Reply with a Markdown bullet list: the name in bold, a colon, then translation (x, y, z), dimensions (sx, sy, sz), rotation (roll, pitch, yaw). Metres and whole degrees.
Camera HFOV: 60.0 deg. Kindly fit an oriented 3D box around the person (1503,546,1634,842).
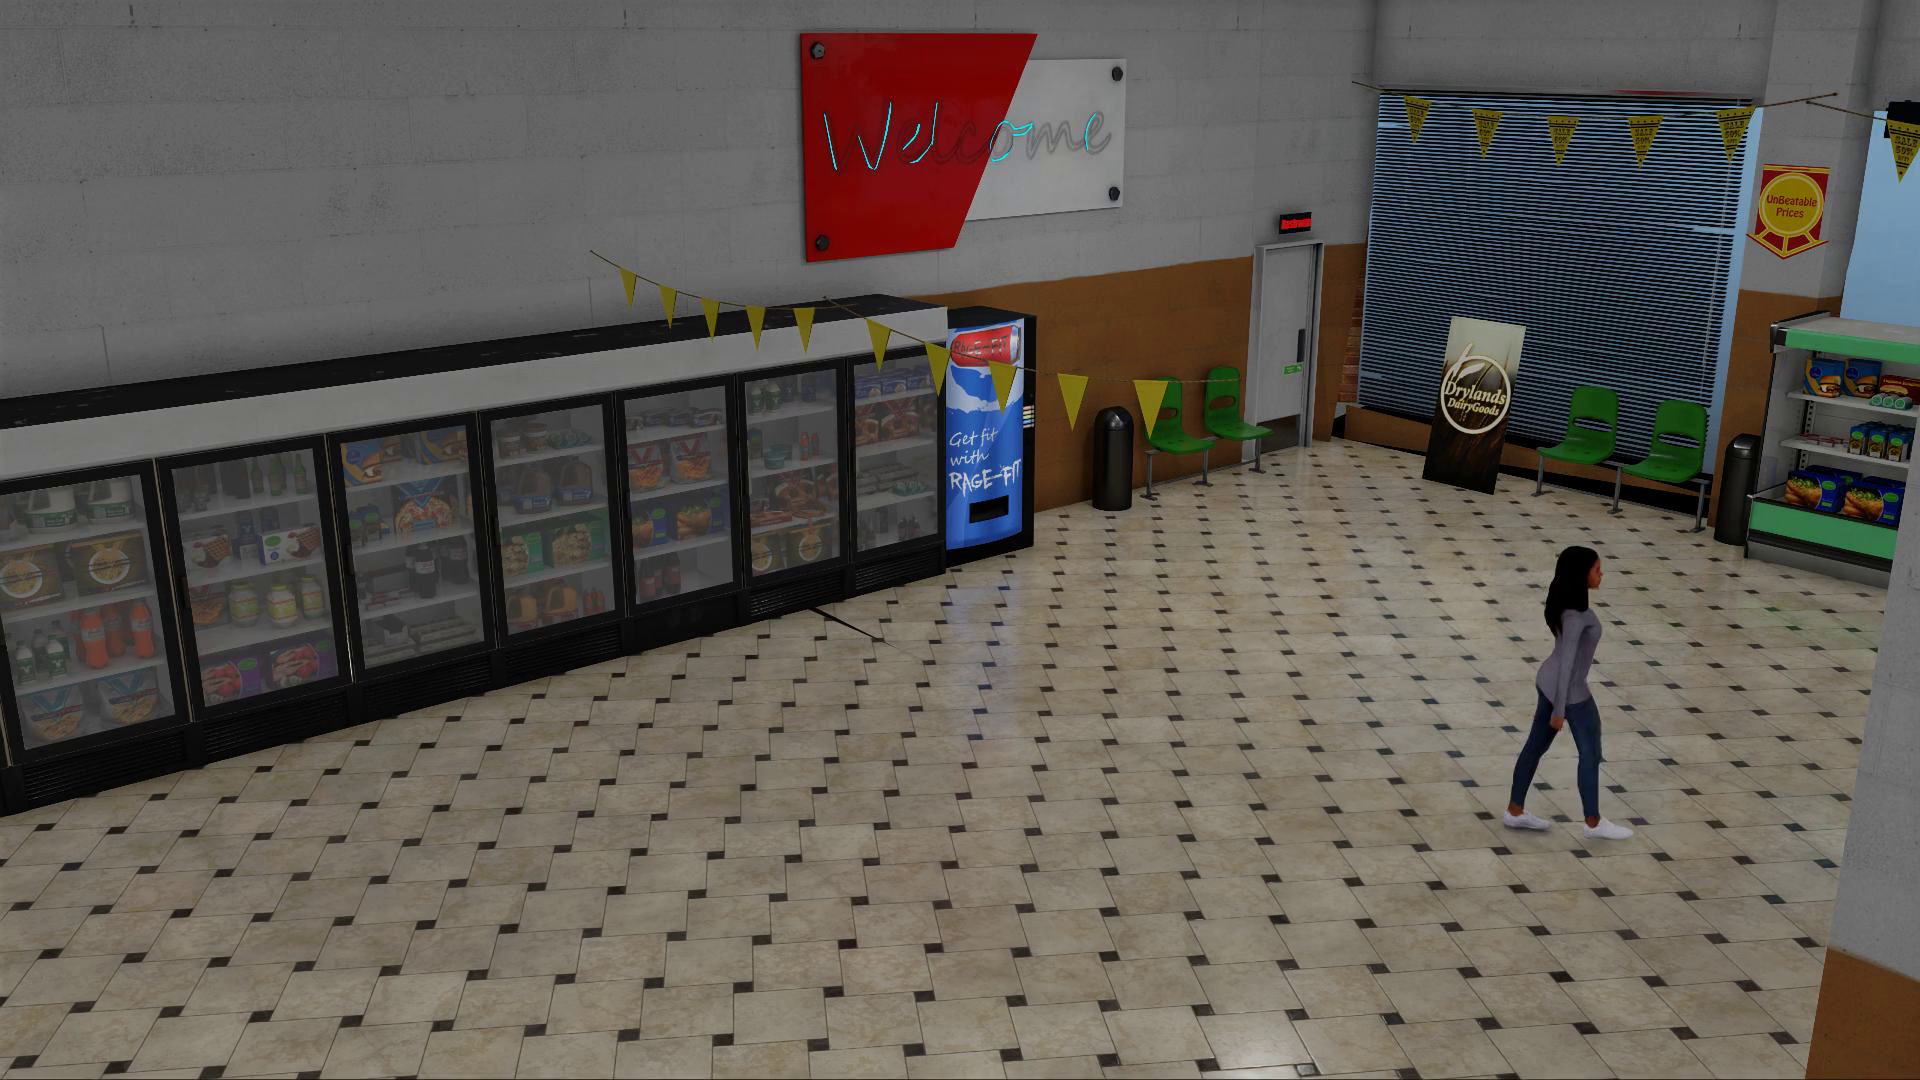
- **person**: translation (3.303, 0.867, 9.410), dimensions (1.012, 1.712, 0.933), rotation (2, 17, 7)
